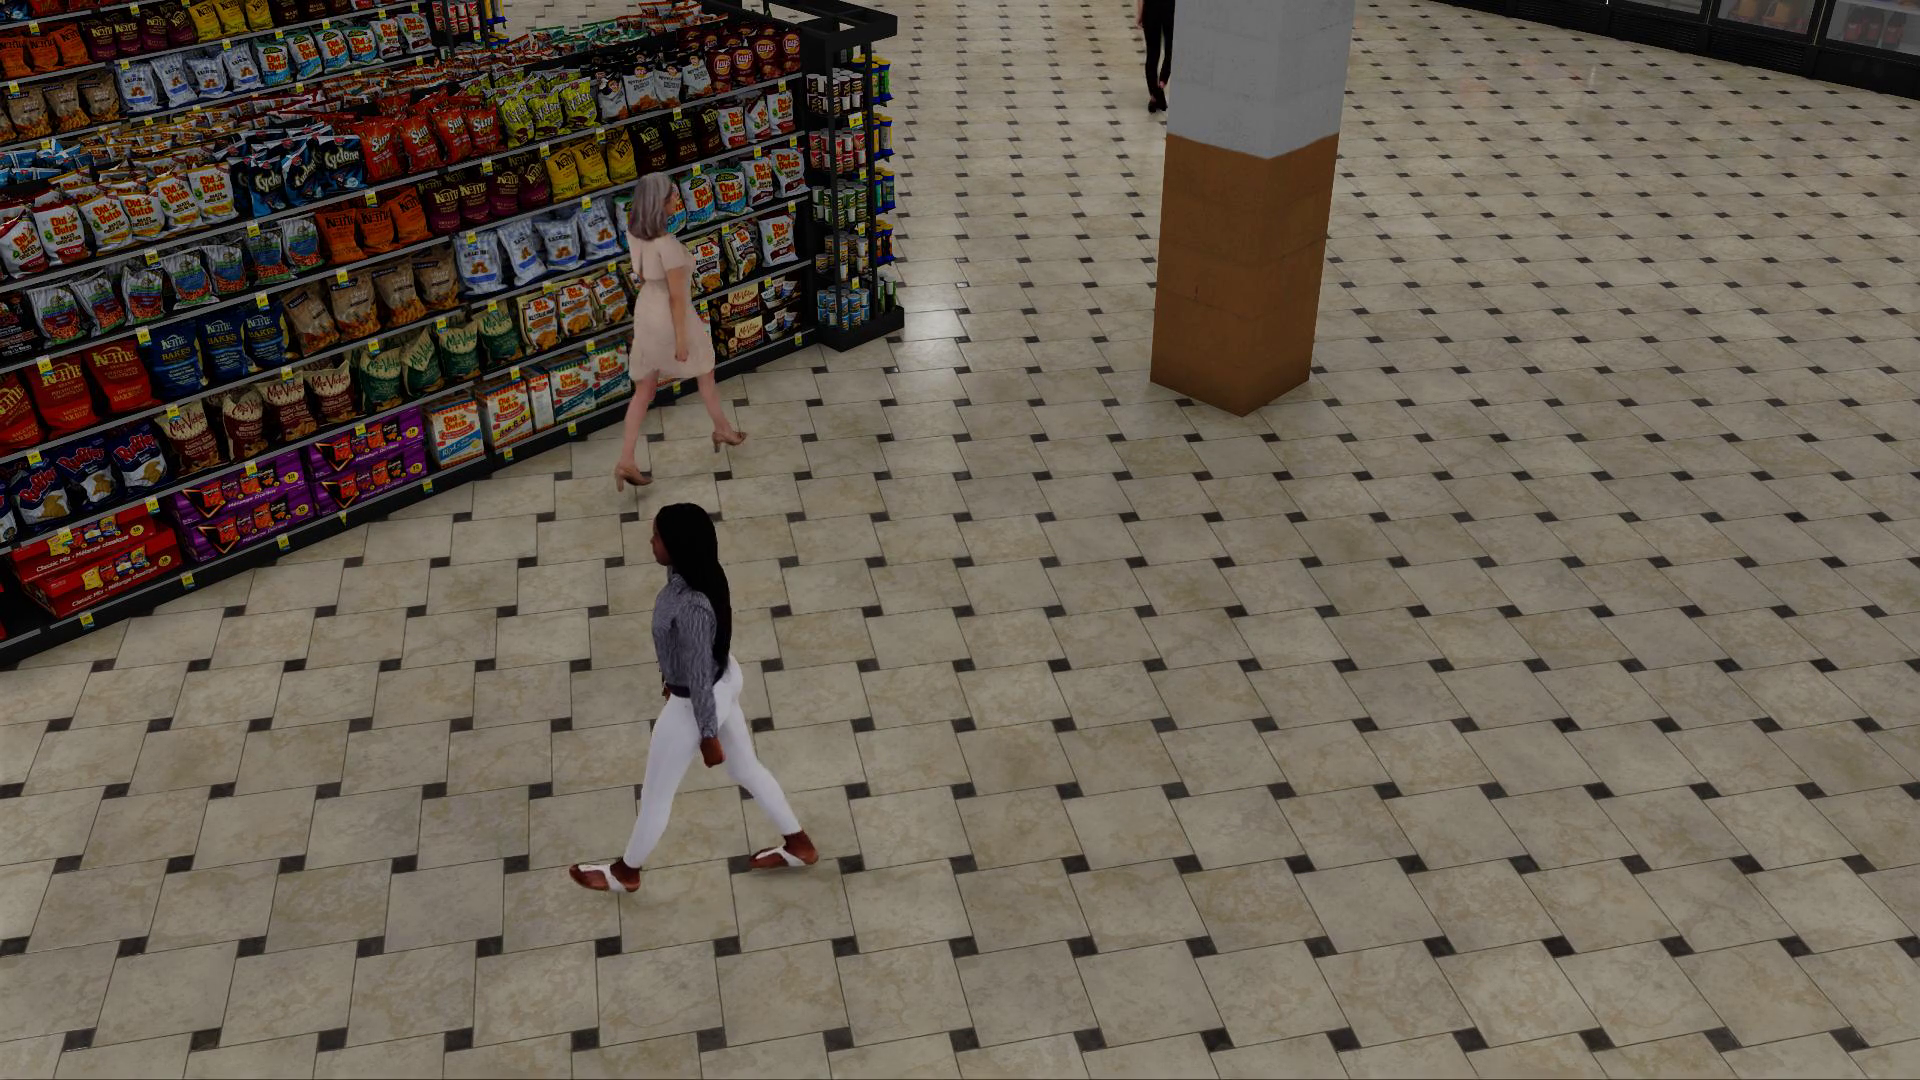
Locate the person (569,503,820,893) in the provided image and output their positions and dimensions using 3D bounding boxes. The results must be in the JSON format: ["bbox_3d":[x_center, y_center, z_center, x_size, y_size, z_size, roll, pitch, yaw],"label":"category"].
[{"bbox_3d":[-0.852,0.617,6.045,1.178,1.673,1.129,0,32,0],"label":"person"}]

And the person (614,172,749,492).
[{"bbox_3d":[-1.609,-1.037,8.691,0.642,1.686,1.130,26,40,36],"label":"person"}]

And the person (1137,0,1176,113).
[{"bbox_3d":[1.697,-4.471,14.197,0.809,1.700,0.919,9,33,13],"label":"person"}]
